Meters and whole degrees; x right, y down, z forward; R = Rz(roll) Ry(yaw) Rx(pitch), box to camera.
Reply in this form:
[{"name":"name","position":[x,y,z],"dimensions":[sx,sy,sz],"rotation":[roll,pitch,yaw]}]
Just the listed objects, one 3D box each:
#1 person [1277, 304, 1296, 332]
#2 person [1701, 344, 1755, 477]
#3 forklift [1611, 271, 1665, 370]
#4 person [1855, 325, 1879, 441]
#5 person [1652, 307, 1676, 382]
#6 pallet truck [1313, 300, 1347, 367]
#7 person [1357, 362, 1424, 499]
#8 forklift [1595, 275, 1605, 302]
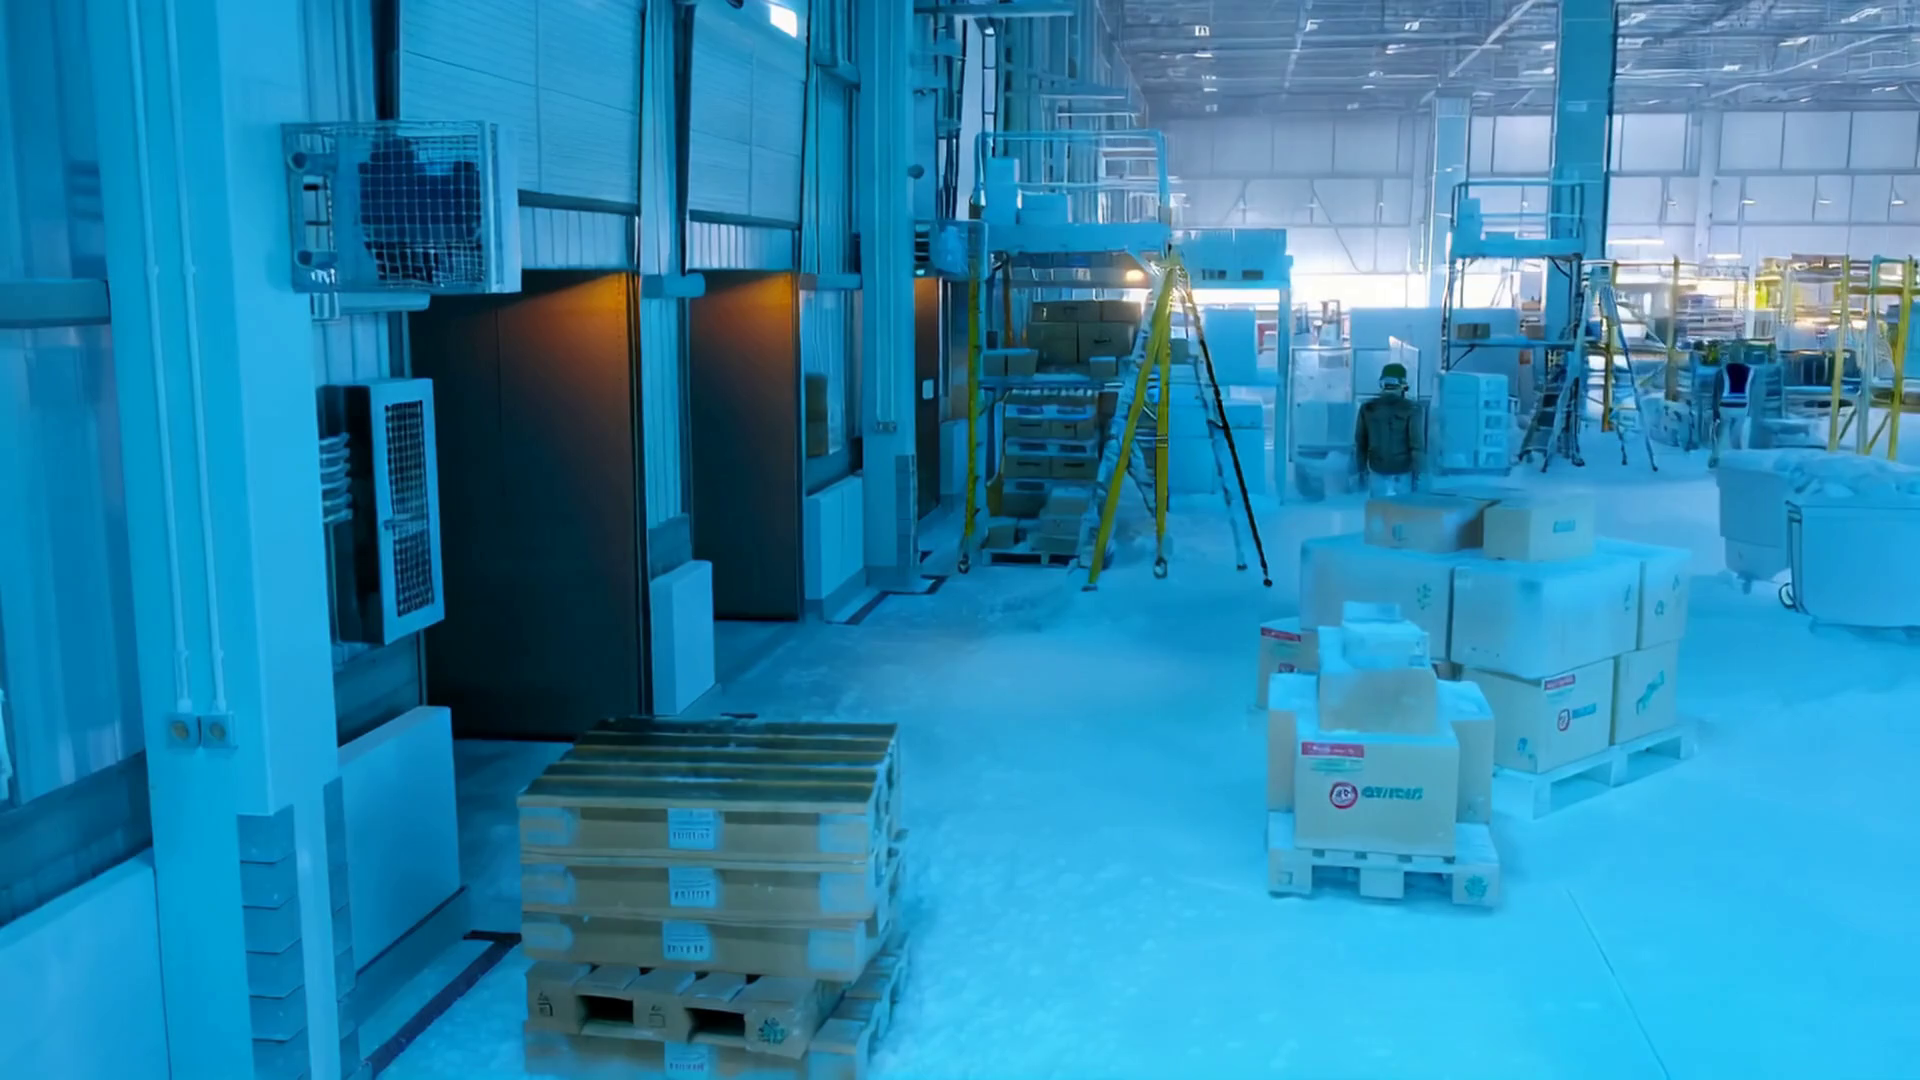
[{"name":"person","position":[9.843,-6.205,50.020],"dimensions":[0.566,1.919,0.773],"rotation":[7,11,37]},{"name":"person","position":[10.493,-1.747,22.725],"dimensions":[0.596,1.838,0.936],"rotation":[0,9,1]},{"name":"forklift","position":[19.336,-6.183,46.898],"dimensions":[1.873,2.768,1.129],"rotation":[-3,10,-19]},{"name":"person","position":[15.047,-2.597,27.686],"dimensions":[0.629,1.937,0.378],"rotation":[-9,13,-43]},{"name":"person","position":[17.970,-4.981,42.428],"dimensions":[0.634,1.922,0.531],"rotation":[-2,9,-12]},{"name":"pallet truck","position":[11.159,-6.200,49.718],"dimensions":[0.823,1.965,1.885],"rotation":[4,10,26]},{"name":"person","position":[4.030,-0.664,15.598],"dimensions":[0.612,1.990,0.392],"rotation":[2,9,10]},{"name":"forklift","position":[14.927,-5.028,39.774],"dimensions":[1.129,2.768,1.873],"rotation":[-6,11,-32]}]
